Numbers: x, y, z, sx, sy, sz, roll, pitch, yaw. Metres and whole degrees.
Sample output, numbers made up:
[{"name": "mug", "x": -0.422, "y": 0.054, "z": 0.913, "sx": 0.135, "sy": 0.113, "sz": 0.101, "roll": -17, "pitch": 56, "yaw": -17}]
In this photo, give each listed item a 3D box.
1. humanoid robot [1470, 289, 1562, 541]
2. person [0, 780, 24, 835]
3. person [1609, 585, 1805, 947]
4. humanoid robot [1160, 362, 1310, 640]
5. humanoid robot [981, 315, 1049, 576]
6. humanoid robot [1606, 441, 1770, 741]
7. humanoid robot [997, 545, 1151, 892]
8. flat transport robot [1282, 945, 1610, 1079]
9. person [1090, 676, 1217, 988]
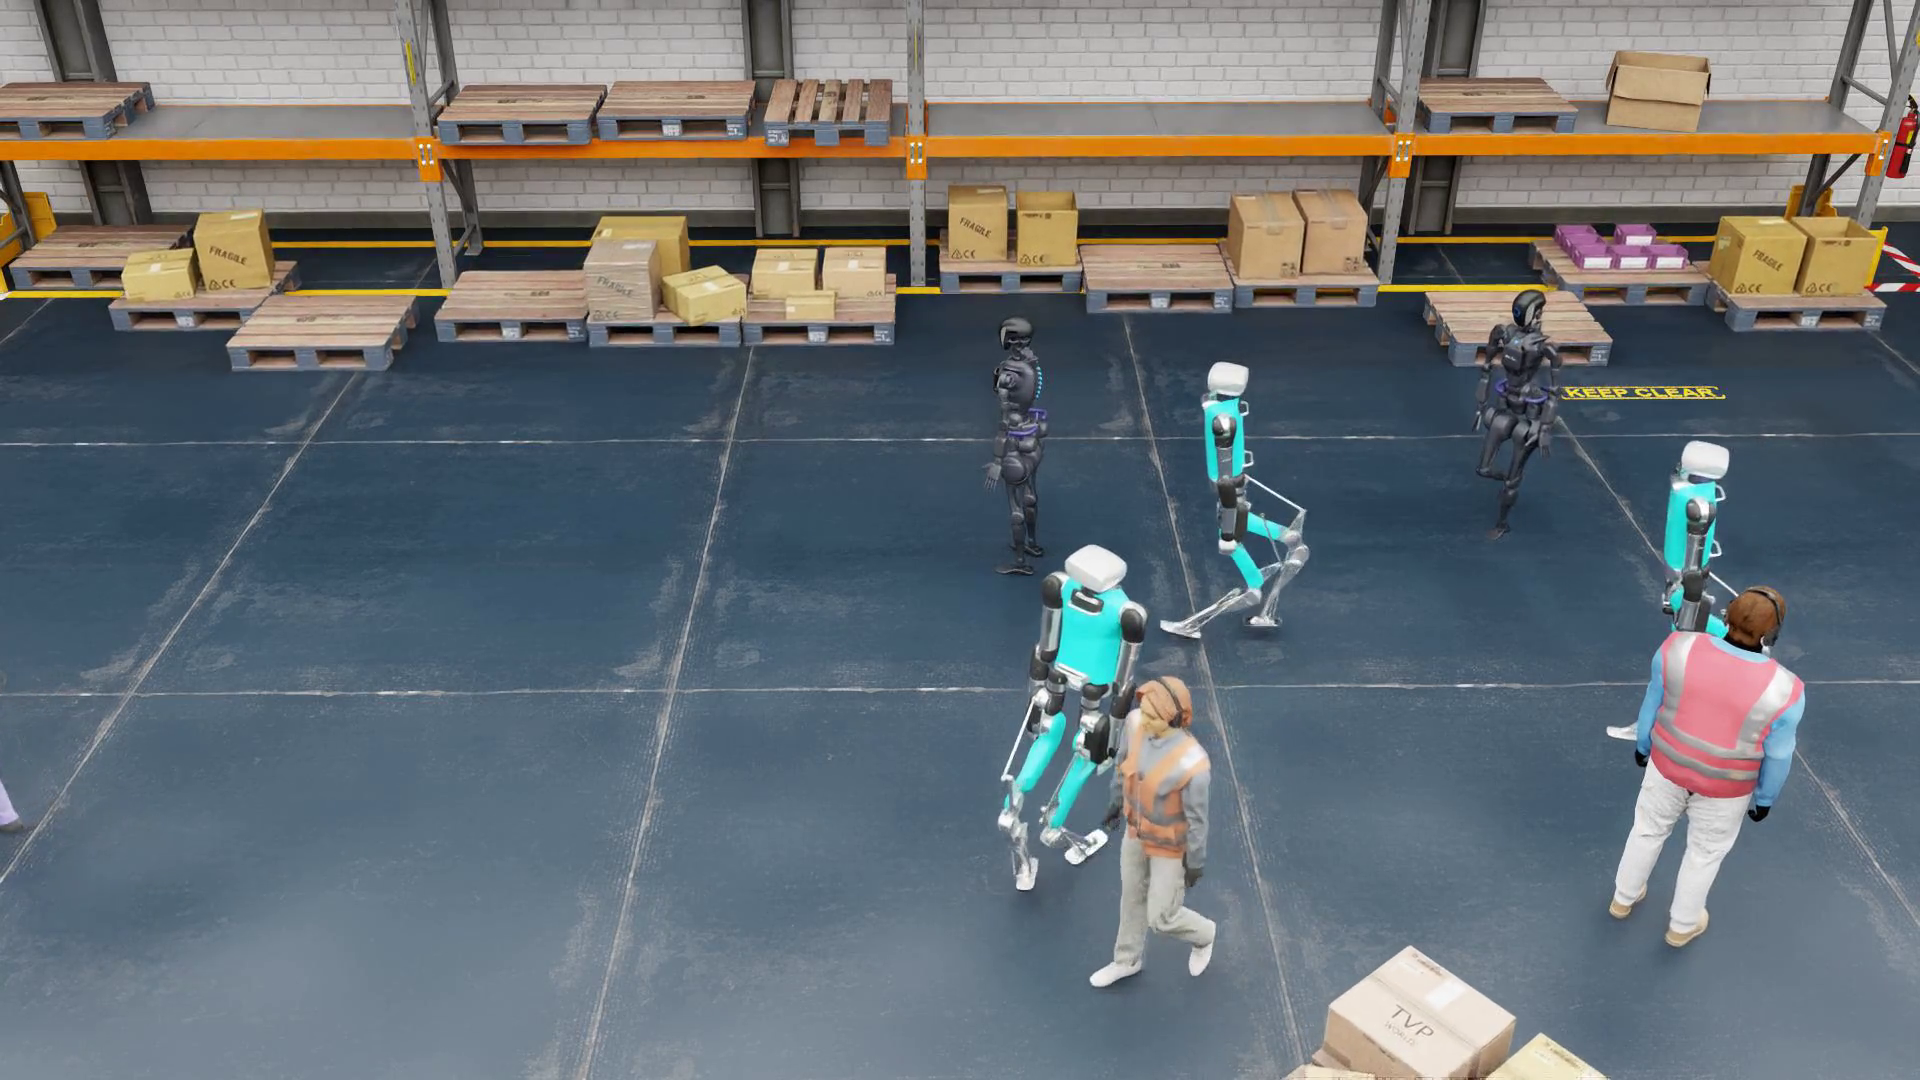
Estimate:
[{"name": "humanoid robot", "x": 3.521, "y": -0.798, "z": 10.376, "sx": 0.475, "sy": 1.646, "sz": 0.591, "roll": -23, "pitch": 38, "yaw": -33}, {"name": "person", "x": -5.072, "y": 0.687, "z": 7.775, "sx": 0.893, "sy": 1.805, "sz": 0.582, "roll": 5, "pitch": 31, "yaw": 8}, {"name": "person", "x": 3.248, "y": 0.995, "z": 7.243, "sx": 0.633, "sy": 1.831, "sz": 0.429, "roll": 23, "pitch": 38, "yaw": 33}, {"name": "humanoid robot", "x": 1.633, "y": -0.151, "z": 9.239, "sx": 0.956, "sy": 1.746, "sz": 0.539, "roll": 3, "pitch": 31, "yaw": 5}, {"name": "humanoid robot", "x": 0.343, "y": -0.569, "z": 9.976, "sx": 0.315, "sy": 1.657, "sz": 0.599, "roll": 12, "pitch": 33, "yaw": 19}, {"name": "humanoid robot", "x": 3.949, "y": 0.359, "z": 8.413, "sx": 0.978, "sy": 1.764, "sz": 0.535, "roll": 7, "pitch": 32, "yaw": 11}, {"name": "humanoid robot", "x": 0.415, "y": 0.932, "z": 7.443, "sx": 0.542, "sy": 1.767, "sz": 0.889, "roll": 21, "pitch": 37, "yaw": 31}, {"name": "flat transport robot", "x": 1.799, "y": 2.494, "z": 6.259, "sx": 1.431, "sy": 0.231, "sz": 0.659, "roll": -23, "pitch": 38, "yaw": -33}, {"name": "person", "x": 0.839, "y": 1.244, "z": 7.018, "sx": 0.500, "sy": 1.624, "sz": 0.540, "roll": -17, "pitch": 35, "yaw": -26}]
